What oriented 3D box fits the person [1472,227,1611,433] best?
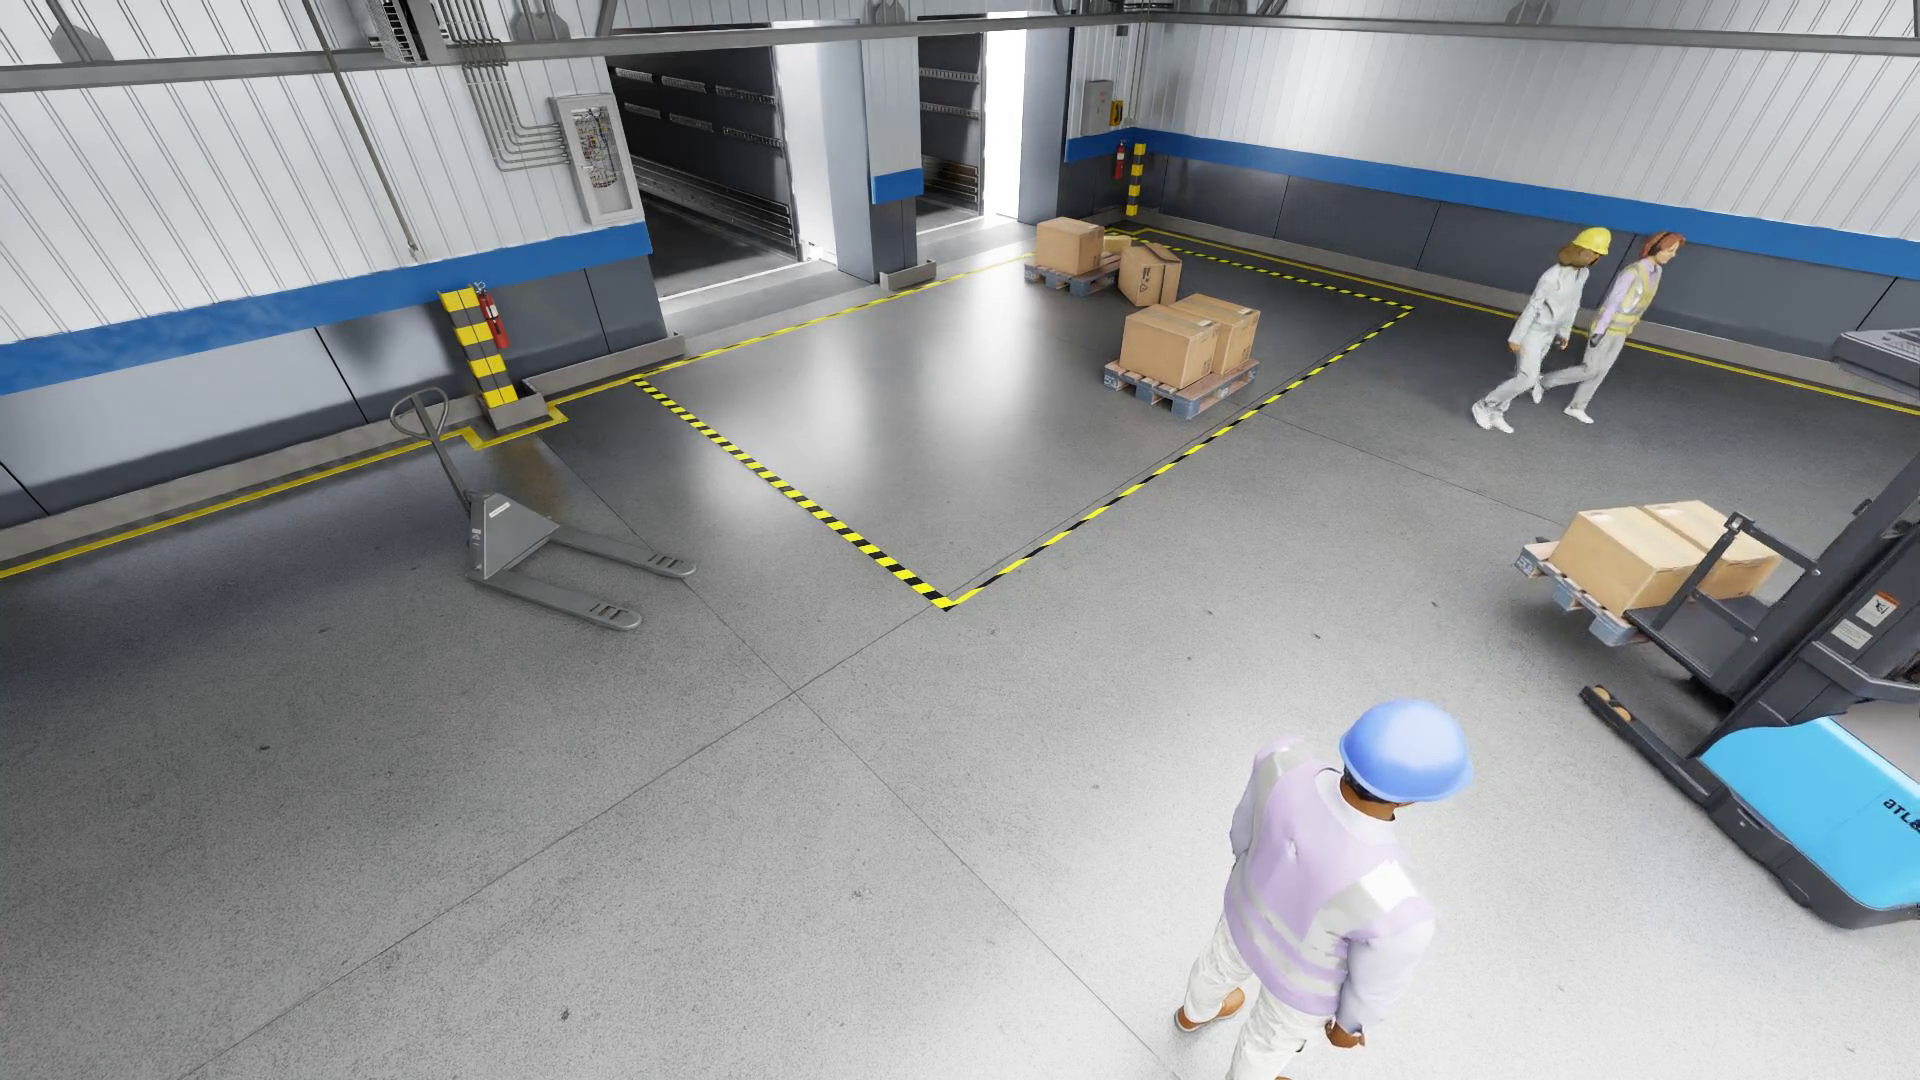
[{"bbox_3d":[4.786,-1.686,6.054,0.490,1.724,0.385,-18,41,-21],"label":"person"}]

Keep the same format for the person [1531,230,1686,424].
[{"bbox_3d":[5.541,-1.817,6.304,0.530,1.618,0.569,-17,41,-21],"label":"person"}]

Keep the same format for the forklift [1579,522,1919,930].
[{"bbox_3d":[3.960,0.578,2.870,0.716,2.013,0.776,-5,38,-6],"label":"forklift"}]

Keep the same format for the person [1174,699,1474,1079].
[{"bbox_3d":[0.999,1.163,2.187,0.390,1.949,0.602,-10,39,-12],"label":"person"}]

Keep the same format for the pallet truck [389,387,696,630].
[{"bbox_3d":[-2.613,-0.247,4.593,1.601,1.201,0.680,14,40,17],"label":"pallet truck"}]
